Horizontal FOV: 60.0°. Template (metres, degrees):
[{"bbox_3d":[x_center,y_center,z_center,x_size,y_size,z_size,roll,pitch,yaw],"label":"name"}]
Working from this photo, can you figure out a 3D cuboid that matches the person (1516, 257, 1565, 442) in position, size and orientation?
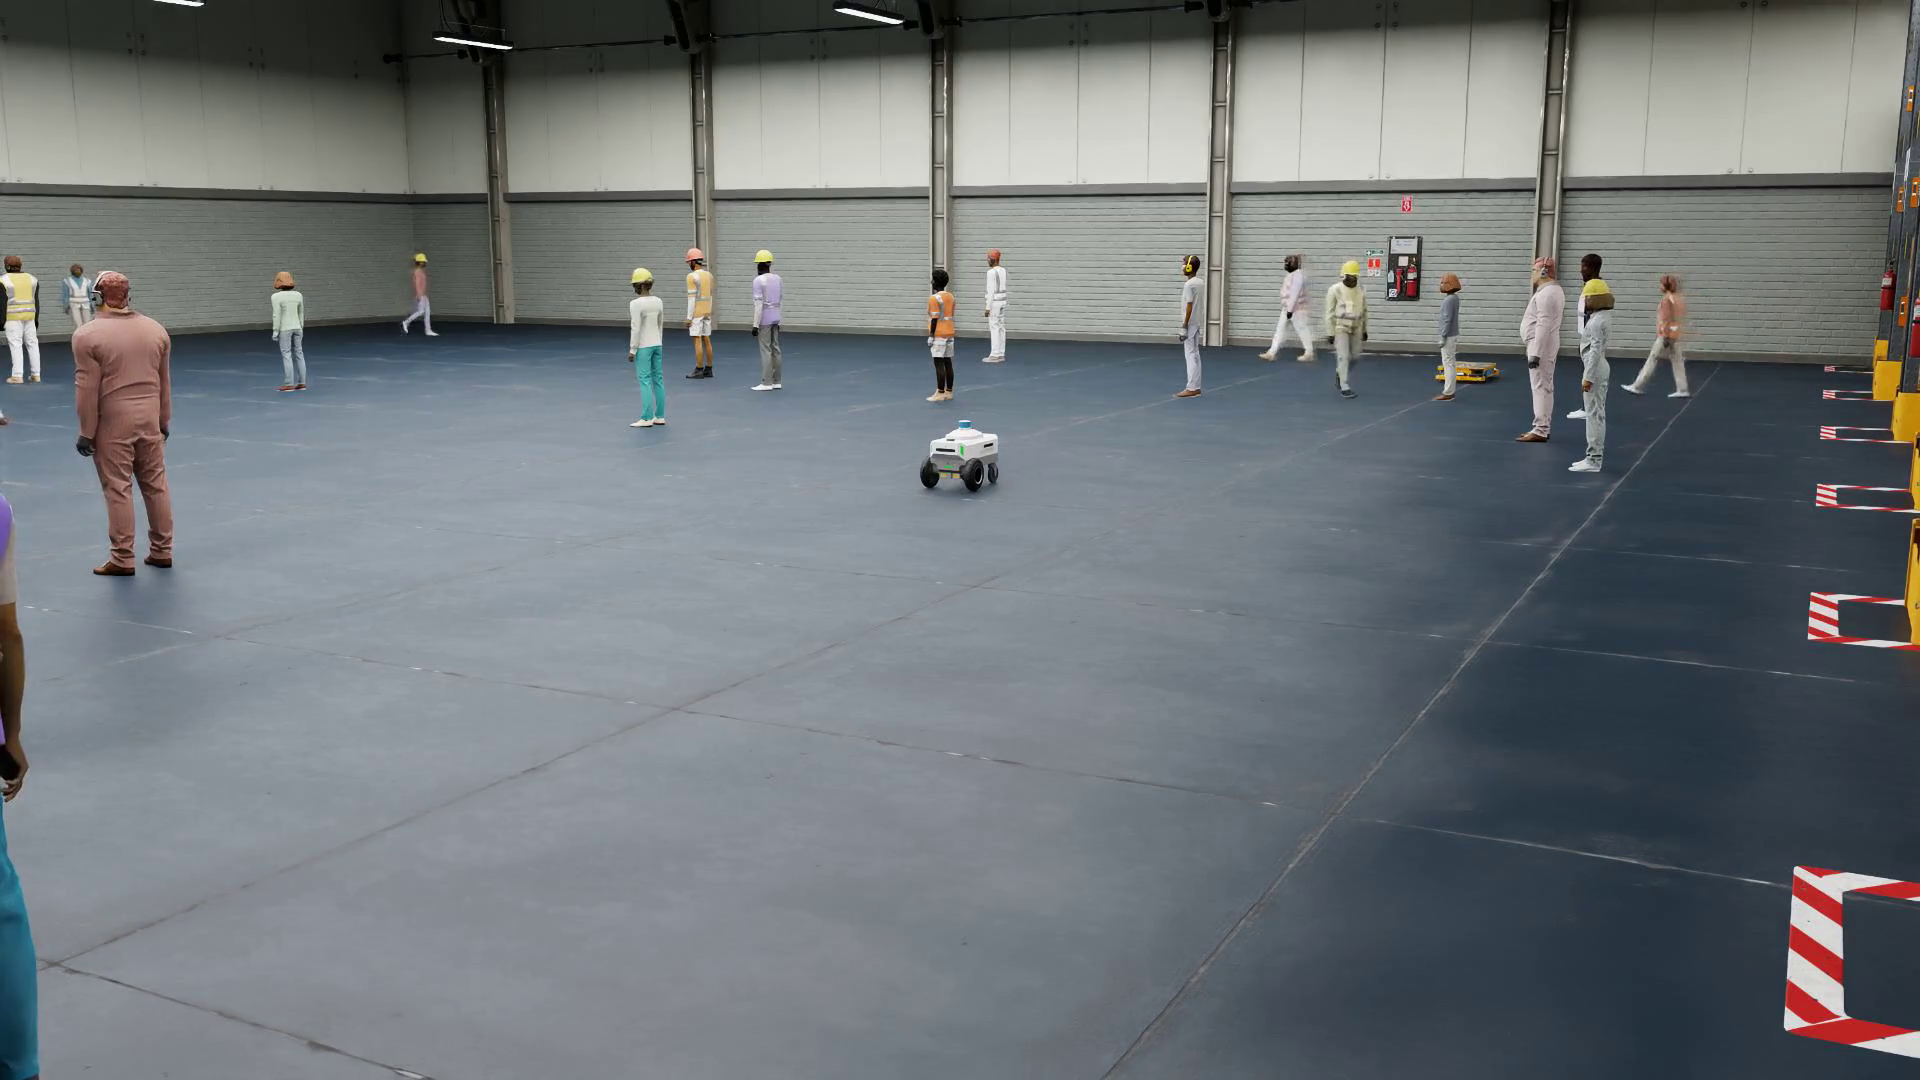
[{"bbox_3d":[5.998,-1.963,17.204,0.410,1.909,0.642,5,12,26],"label":"person"}]

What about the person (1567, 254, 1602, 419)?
[{"bbox_3d":[7.347,-2.366,19.375,0.391,1.918,0.593,5,12,26],"label":"person"}]

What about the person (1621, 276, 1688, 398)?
[{"bbox_3d":[9.222,-2.670,21.885,0.844,1.589,0.543,8,13,37],"label":"person"}]

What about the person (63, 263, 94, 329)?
[{"bbox_3d":[-16.431,-4.347,31.011,0.523,1.618,0.561,-10,14,-43],"label":"person"}]

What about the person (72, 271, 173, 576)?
[{"bbox_3d":[-5.275,-0.729,10.472,0.410,1.909,0.642,5,12,26],"label":"person"}]

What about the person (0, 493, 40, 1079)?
[{"bbox_3d":[-2.434,0.514,3.868,0.389,1.843,0.566,5,12,26],"label":"person"}]

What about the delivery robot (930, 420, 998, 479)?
[{"bbox_3d":[0.040,-0.773,14.149,0.477,0.478,0.707,5,12,27],"label":"delivery robot"}]

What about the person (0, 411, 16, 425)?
[{"bbox_3d":[-11.064,-2.063,18.560,0.737,1.613,0.503,-2,11,-9],"label":"person"}]

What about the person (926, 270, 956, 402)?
[{"bbox_3d":[-0.249,-2.608,21.293,0.318,1.698,0.533,5,12,26],"label":"person"}]

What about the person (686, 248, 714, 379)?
[{"bbox_3d":[-3.906,-3.371,24.804,0.359,1.936,0.544,5,12,26],"label":"person"}]

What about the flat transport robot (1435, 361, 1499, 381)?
[{"bbox_3d":[7.513,-2.500,24.596,0.652,0.197,1.431,5,12,27],"label":"flat transport robot"}]

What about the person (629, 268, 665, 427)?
[{"bbox_3d":[-3.505,-2.138,18.545,0.313,1.767,0.523,5,12,26],"label":"person"}]

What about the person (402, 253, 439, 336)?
[{"bbox_3d":[-11.485,-5.203,35.288,0.654,1.745,0.537,0,10,-1],"label":"person"}]

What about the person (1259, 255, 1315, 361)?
[{"bbox_3d":[5.623,-3.929,28.243,0.954,1.793,0.646,-1,10,-4],"label":"person"}]

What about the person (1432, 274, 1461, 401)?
[{"bbox_3d":[6.307,-2.617,21.513,0.285,1.633,0.498,5,12,26],"label":"person"}]

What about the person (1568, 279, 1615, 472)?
[{"bbox_3d":[5.725,-1.488,15.061,0.300,1.742,0.486,5,12,26],"label":"person"}]

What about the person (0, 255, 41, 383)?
[{"bbox_3d":[-13.649,-3.195,24.098,0.429,1.844,0.627,5,12,26],"label":"person"}]

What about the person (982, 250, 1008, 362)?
[{"bbox_3d":[0.592,-3.938,28.037,0.355,1.885,0.575,5,12,26],"label":"person"}]

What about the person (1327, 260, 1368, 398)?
[{"bbox_3d":[5.099,-2.787,21.998,0.622,1.801,0.609,-4,11,-20],"label":"person"}]

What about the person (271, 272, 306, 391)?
[{"bbox_3d":[-9.219,-2.859,22.832,0.285,1.633,0.498,5,12,26],"label":"person"}]

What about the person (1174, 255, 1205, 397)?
[{"bbox_3d":[3.040,-2.820,21.978,0.328,1.872,0.509,5,12,26],"label":"person"}]

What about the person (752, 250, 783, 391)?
[{"bbox_3d":[-2.665,-3.015,22.884,0.363,1.928,0.587,5,12,26],"label":"person"}]
